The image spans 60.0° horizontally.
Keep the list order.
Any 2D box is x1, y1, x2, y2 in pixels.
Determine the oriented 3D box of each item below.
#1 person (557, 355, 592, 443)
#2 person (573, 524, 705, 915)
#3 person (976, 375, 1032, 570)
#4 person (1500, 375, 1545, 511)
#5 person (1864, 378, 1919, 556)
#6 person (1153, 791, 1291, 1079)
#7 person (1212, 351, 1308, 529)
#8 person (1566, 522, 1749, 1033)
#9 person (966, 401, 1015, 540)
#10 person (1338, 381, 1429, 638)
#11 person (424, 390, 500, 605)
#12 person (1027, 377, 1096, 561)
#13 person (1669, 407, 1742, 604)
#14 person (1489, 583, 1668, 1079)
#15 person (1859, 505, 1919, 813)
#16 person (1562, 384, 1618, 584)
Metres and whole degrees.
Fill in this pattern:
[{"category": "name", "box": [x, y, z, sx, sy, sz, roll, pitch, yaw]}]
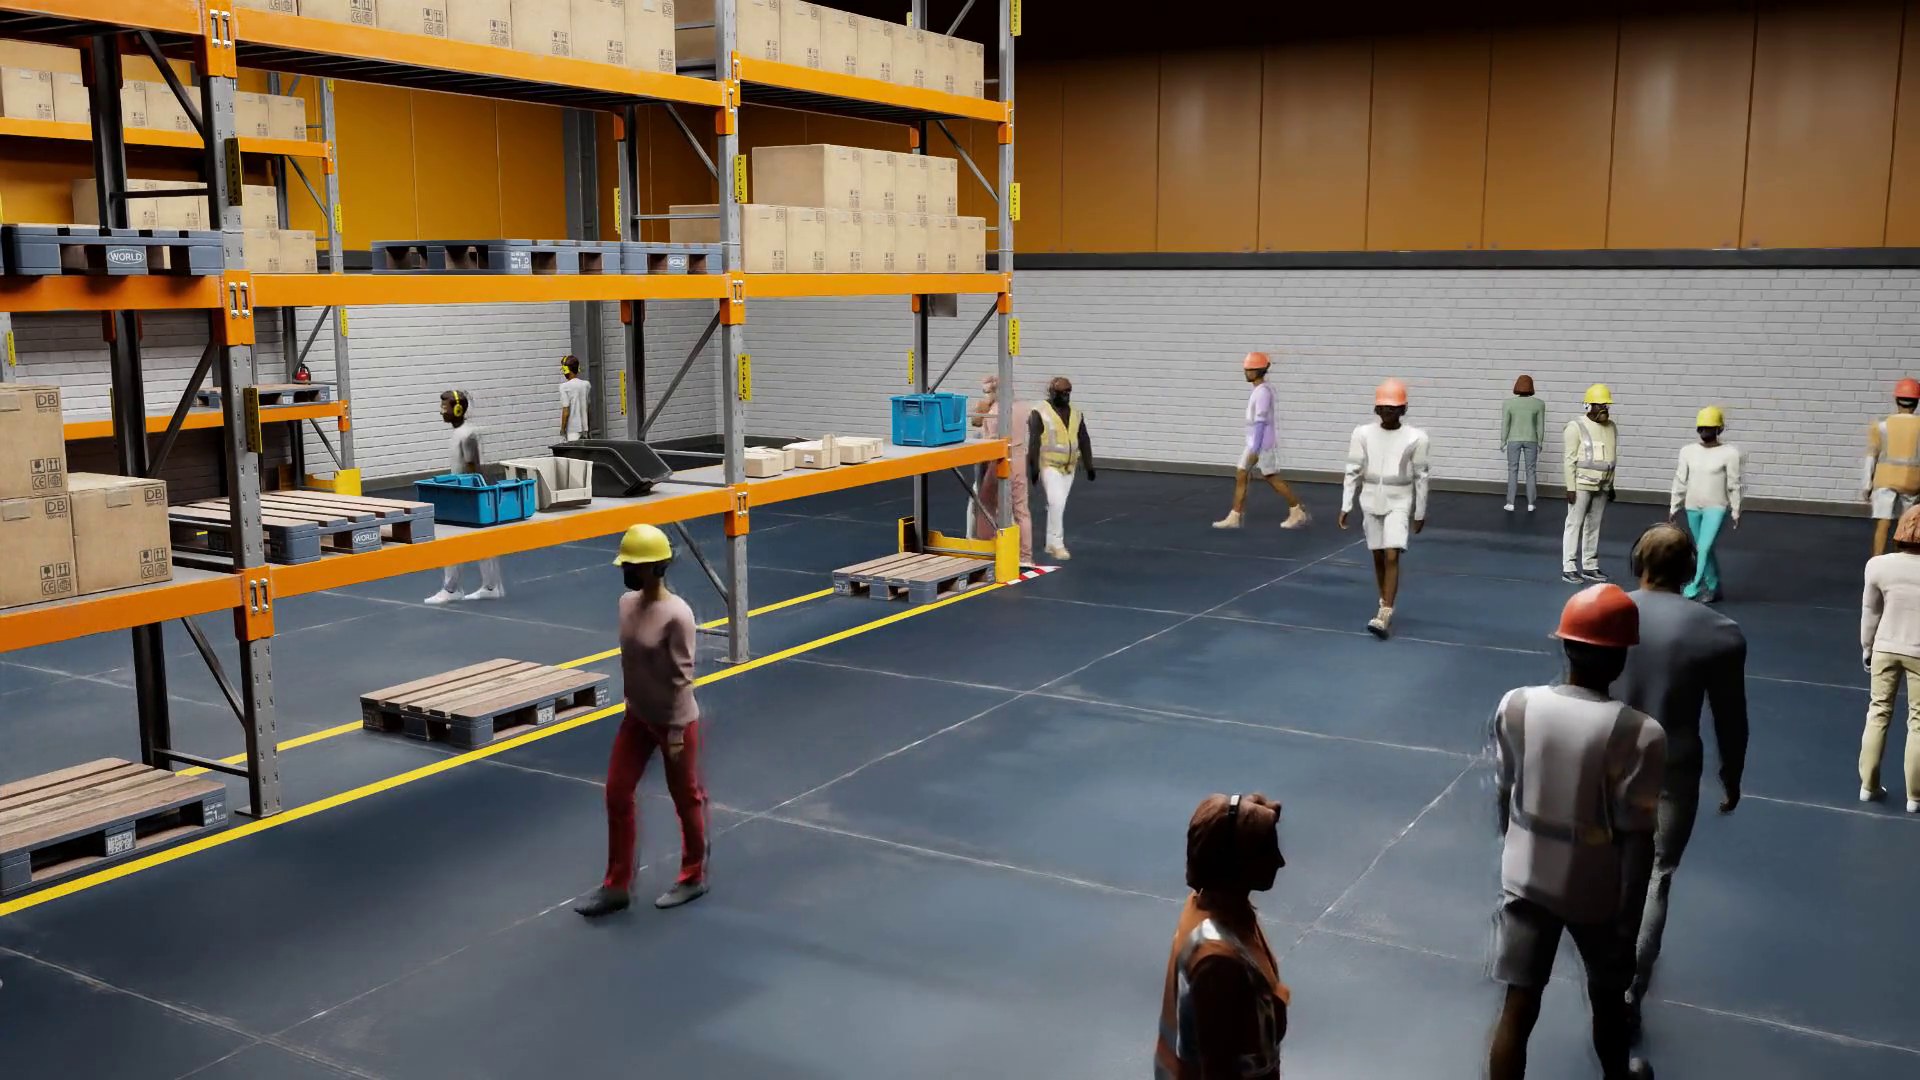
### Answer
[{"category": "person", "box": [-4.633, -1.283, 19.985, 0.327, 1.865, 0.521, 6, 11, 31]}, {"category": "person", "box": [-1.415, 0.806, 7.285, 0.547, 1.741, 0.711, 8, 12, 41]}, {"category": "person", "box": [0.346, -0.656, 16.042, 0.863, 1.864, 0.674, 7, 11, 36]}, {"category": "person", "box": [6.724, -1.157, 19.904, 0.500, 1.634, 0.286, 2, 9, 13]}, {"category": "person", "box": [8.508, -0.517, 15.086, 0.551, 1.907, 0.930, 6, 11, 34]}, {"category": "person", "box": [0.617, 1.394, 3.969, 0.315, 1.640, 0.515, 1, 9, 8]}, {"category": "person", "box": [3.378, -1.089, 18.396, 1.034, 2.000, 0.616, 0, 9, 0]}, {"category": "person", "box": [2.656, 0.880, 6.405, 0.646, 1.894, 1.005, 6, 11, 32]}, {"category": "person", "box": [0.301, -0.566, 16.441, 0.814, 1.611, 0.530, 8, 12, 40]}, {"category": "person", "box": [3.311, -0.243, 13.074, 0.619, 1.993, 1.026, 6, 11, 31]}, {"category": "person", "box": [-4.374, -0.363, 14.356, 0.777, 1.832, 0.529, -3, 10, -18]}, {"category": "person", "box": [1.033, -0.712, 16.575, 0.652, 1.806, 0.718, -7, 11, -37]}, {"category": "person", "box": [6.302, -0.268, 14.081, 0.928, 1.718, 0.544, -7, 11, -37]}, {"category": "person", "box": [1.954, 1.066, 5.264, 0.552, 1.883, 0.977, 8, 12, 39]}, {"category": "person", "box": [5.030, 0.623, 8.825, 0.277, 1.629, 0.496, -7, 12, -38]}, {"category": "person", "box": [5.808, -0.517, 15.290, 0.591, 1.834, 0.404, -4, 10, -23]}]
